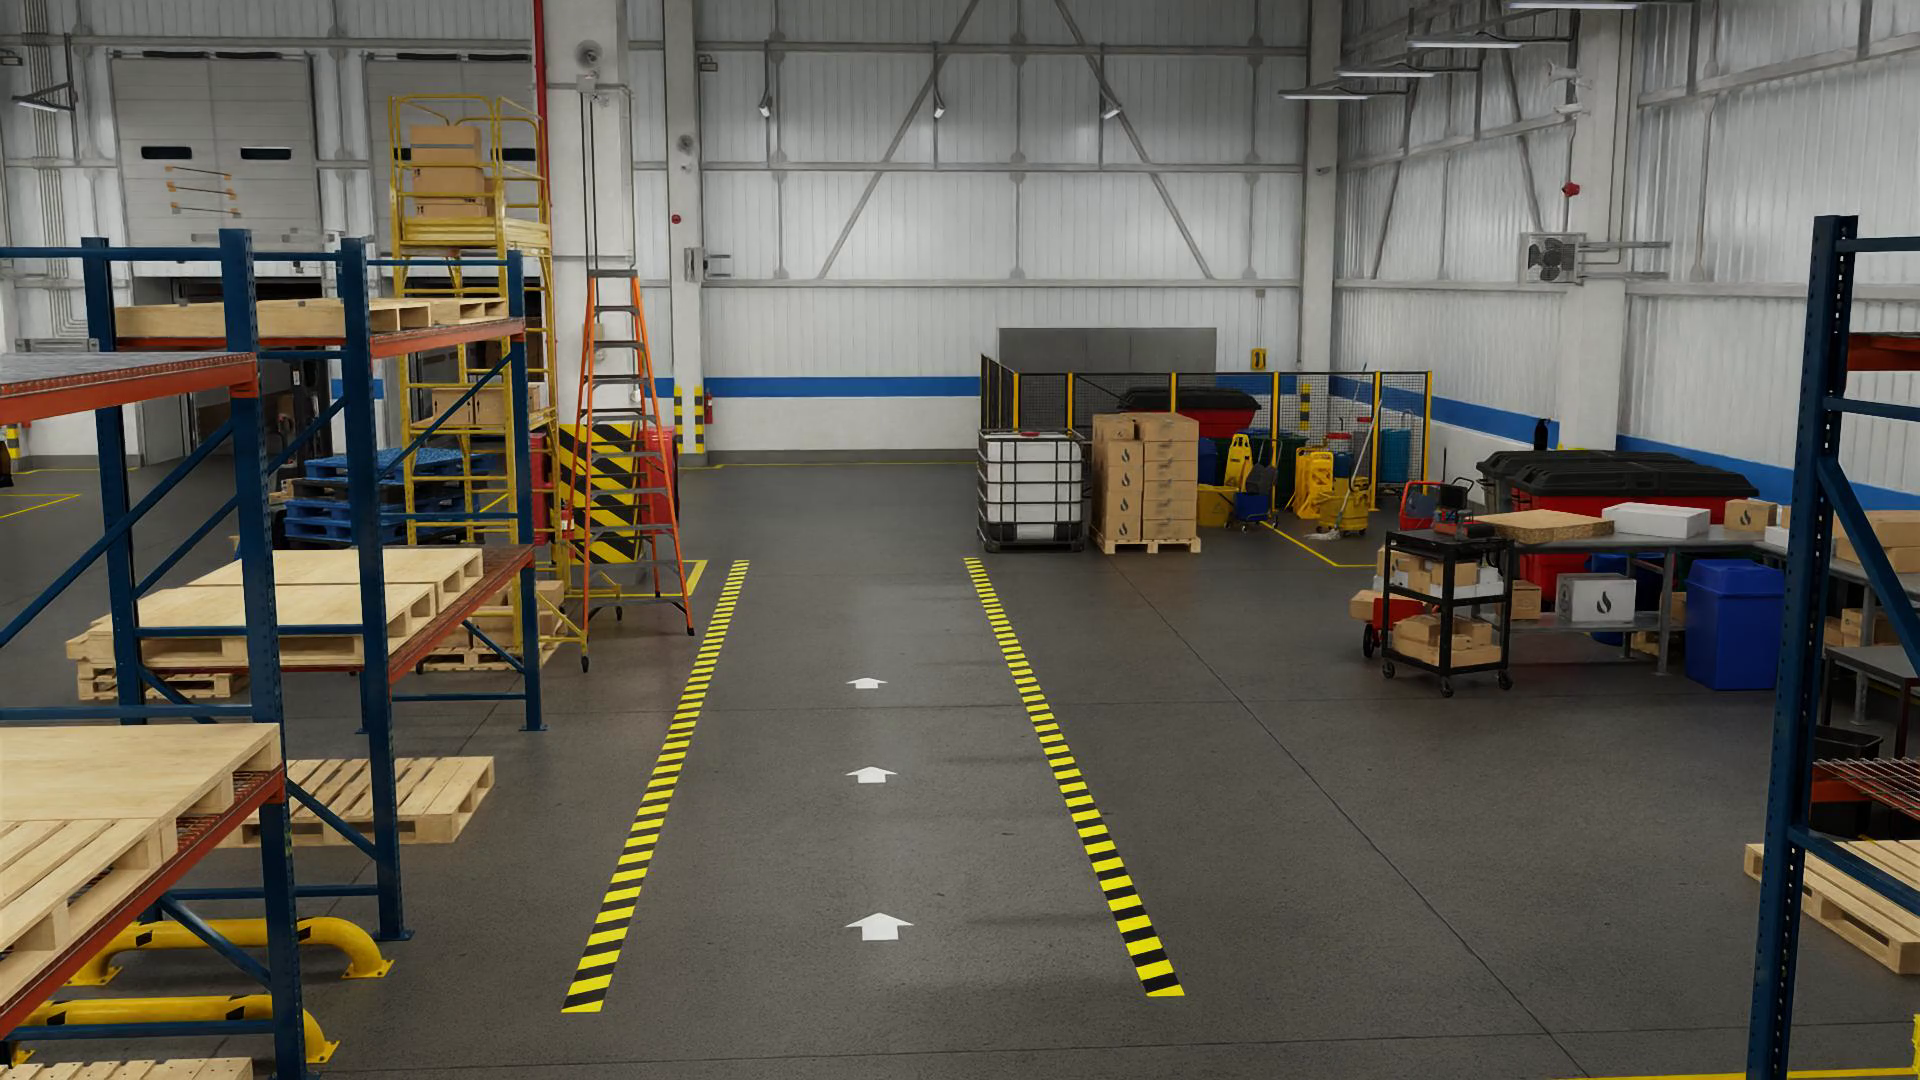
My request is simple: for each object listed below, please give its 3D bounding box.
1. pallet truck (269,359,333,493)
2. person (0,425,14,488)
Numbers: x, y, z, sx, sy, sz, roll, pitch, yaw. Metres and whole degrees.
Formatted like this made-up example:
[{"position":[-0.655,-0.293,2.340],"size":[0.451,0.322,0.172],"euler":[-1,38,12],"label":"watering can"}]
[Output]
[{"position":[-7.062,-1.131,18.996],"size":[1.885,1.965,0.823],"euler":[2,9,13],"label":"pallet truck"},{"position":[-13.144,-1.668,22.588],"size":[0.389,1.930,0.544],"euler":[-8,12,-42],"label":"person"}]
